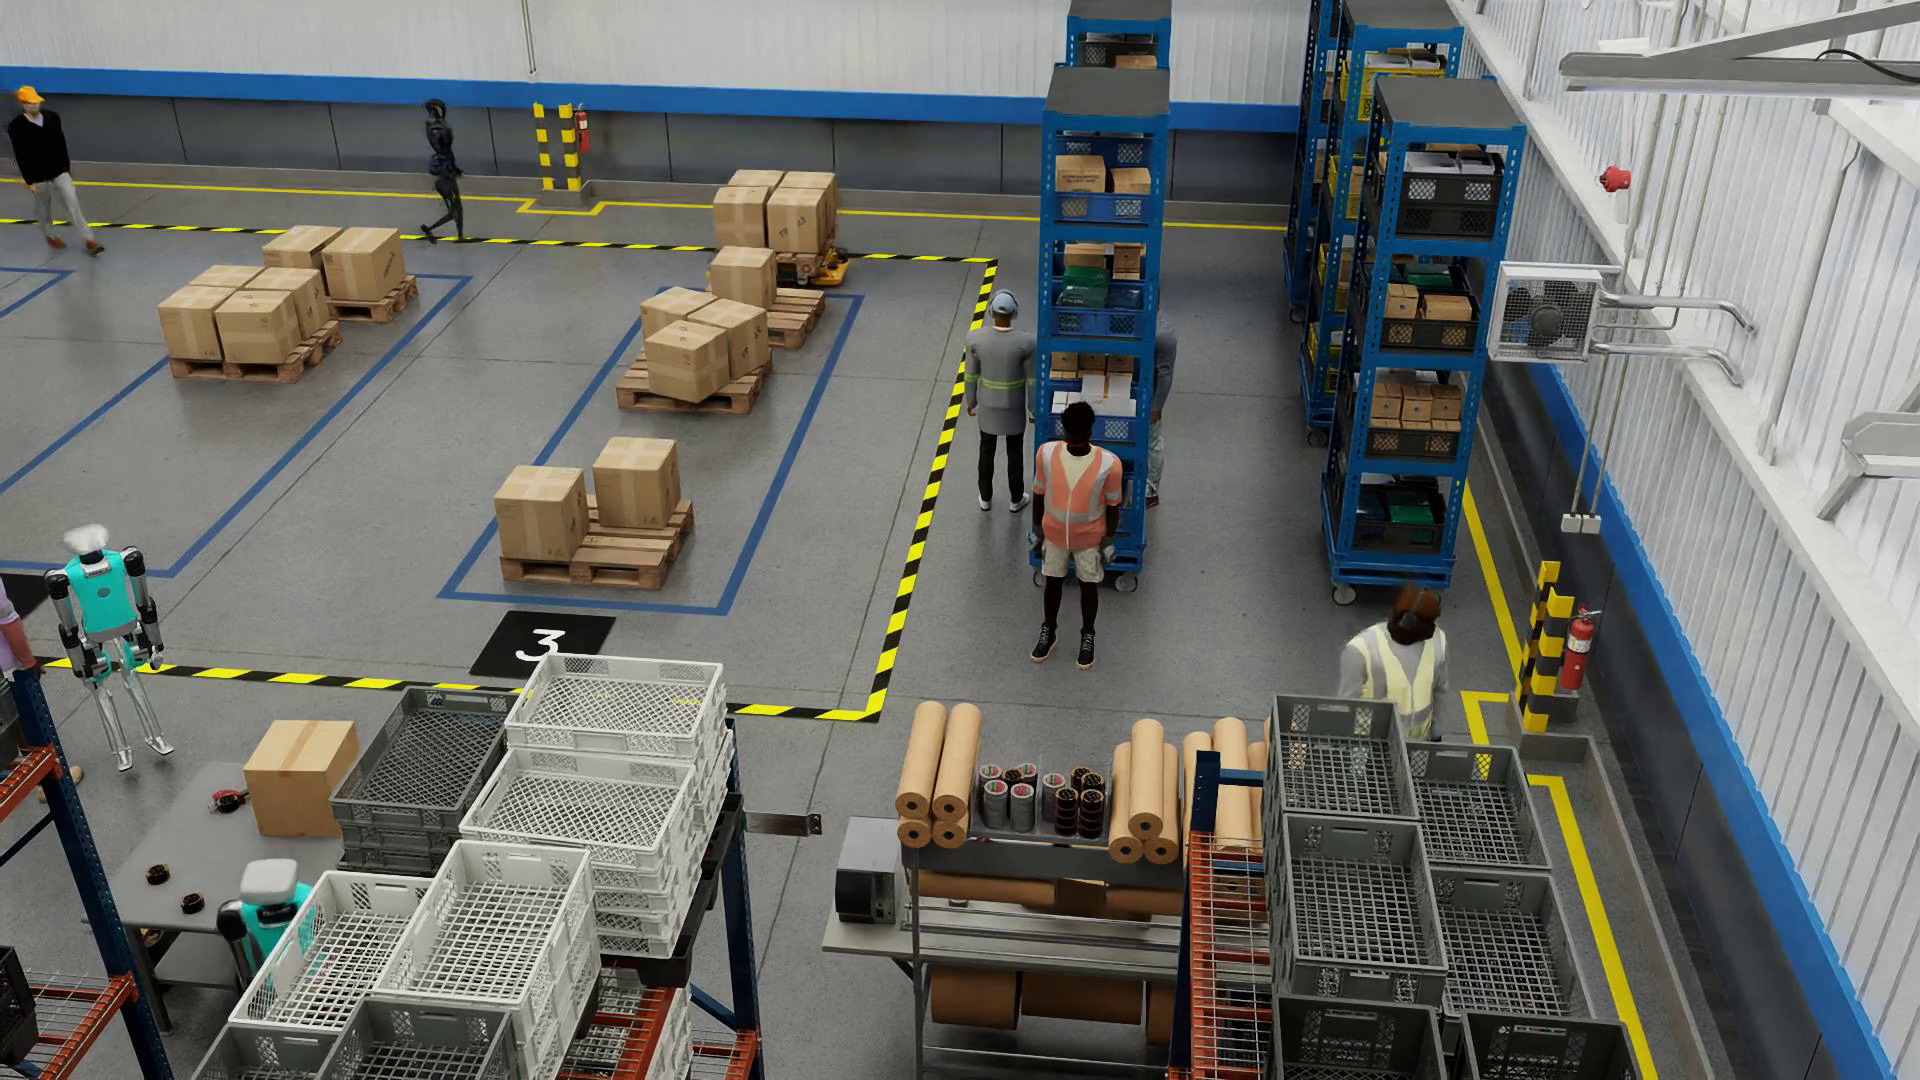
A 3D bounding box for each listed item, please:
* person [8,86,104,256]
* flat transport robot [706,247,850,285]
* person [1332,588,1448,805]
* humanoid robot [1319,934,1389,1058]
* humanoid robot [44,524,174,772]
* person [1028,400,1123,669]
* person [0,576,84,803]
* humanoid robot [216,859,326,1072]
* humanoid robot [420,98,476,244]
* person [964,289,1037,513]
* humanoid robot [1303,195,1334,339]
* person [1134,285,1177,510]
[{"bbox_3d":[-9.799,-3.962,17.919,1.001,1.827,0.602,19,35,30],"label":"person"},{"bbox_3d":[-1.935,-2.951,17.714,1.431,0.197,0.652,3,30,6],"label":"flat transport robot"},{"bbox_3d":[2.441,1.145,9.183,0.657,1.799,0.734,-9,31,-15],"label":"person"},{"bbox_3d":[1.761,2.297,7.332,0.396,1.632,0.613,-12,32,-19],"label":"humanoid robot"},{"bbox_3d":[-5.162,0.585,10.080,0.533,1.673,0.735,-22,37,-32],"label":"humanoid robot"},{"bbox_3d":[0.753,-0.036,11.056,0.601,1.959,0.376,9,31,15],"label":"person"},{"bbox_3d":[-5.713,0.660,9.779,0.604,2.044,0.373,5,31,9],"label":"person"},{"bbox_3d":[-2.892,2.230,7.370,0.541,1.735,0.983,-7,31,-11],"label":"humanoid robot"},{"bbox_3d":[-5.694,-4.025,18.198,0.529,1.645,0.609,-2,30,-4],"label":"humanoid robot"},{"bbox_3d":[0.336,-1.083,12.960,0.596,1.850,0.385,5,31,9],"label":"person"},{"bbox_3d":[3.445,-2.444,15.471,0.448,1.632,0.621,21,36,32],"label":"humanoid robot"},{"bbox_3d":[1.431,-1.151,12.997,0.373,1.934,0.627,-12,32,-20],"label":"person"}]
